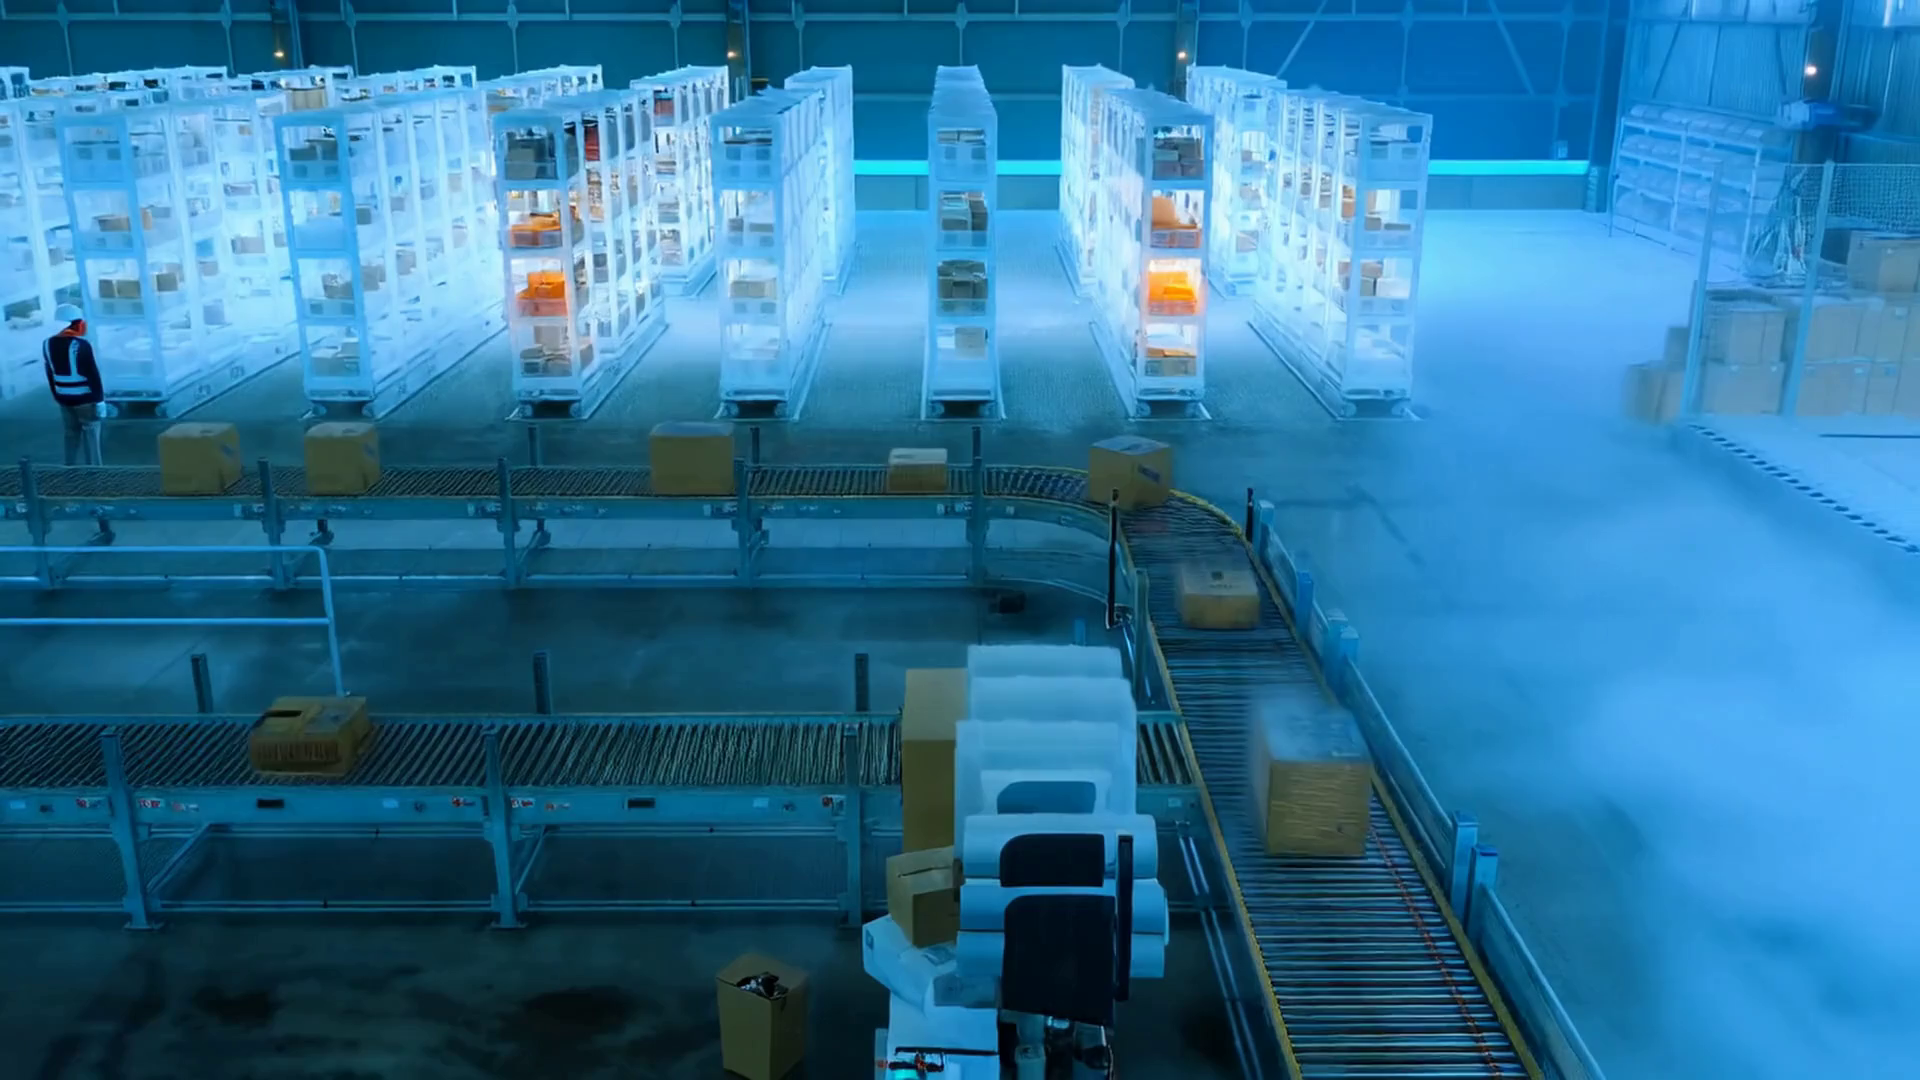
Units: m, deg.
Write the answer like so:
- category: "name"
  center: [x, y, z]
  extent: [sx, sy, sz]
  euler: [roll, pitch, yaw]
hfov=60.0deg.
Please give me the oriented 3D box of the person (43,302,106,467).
- category: "person"
  center: [-8.970, -1.448, 16.953]
  extent: [0.613, 1.943, 0.405]
  euler: [7, 19, 20]

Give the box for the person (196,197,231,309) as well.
- category: "person"
  center: [-12.103, -4.661, 27.069]
  extent: [0.542, 1.814, 0.596]
  euler: [-3, 18, -10]

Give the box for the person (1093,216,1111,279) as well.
- category: "person"
  center: [2.371, -4.476, 26.464]
  extent: [0.567, 1.833, 0.383]
  euler: [11, 21, 30]
